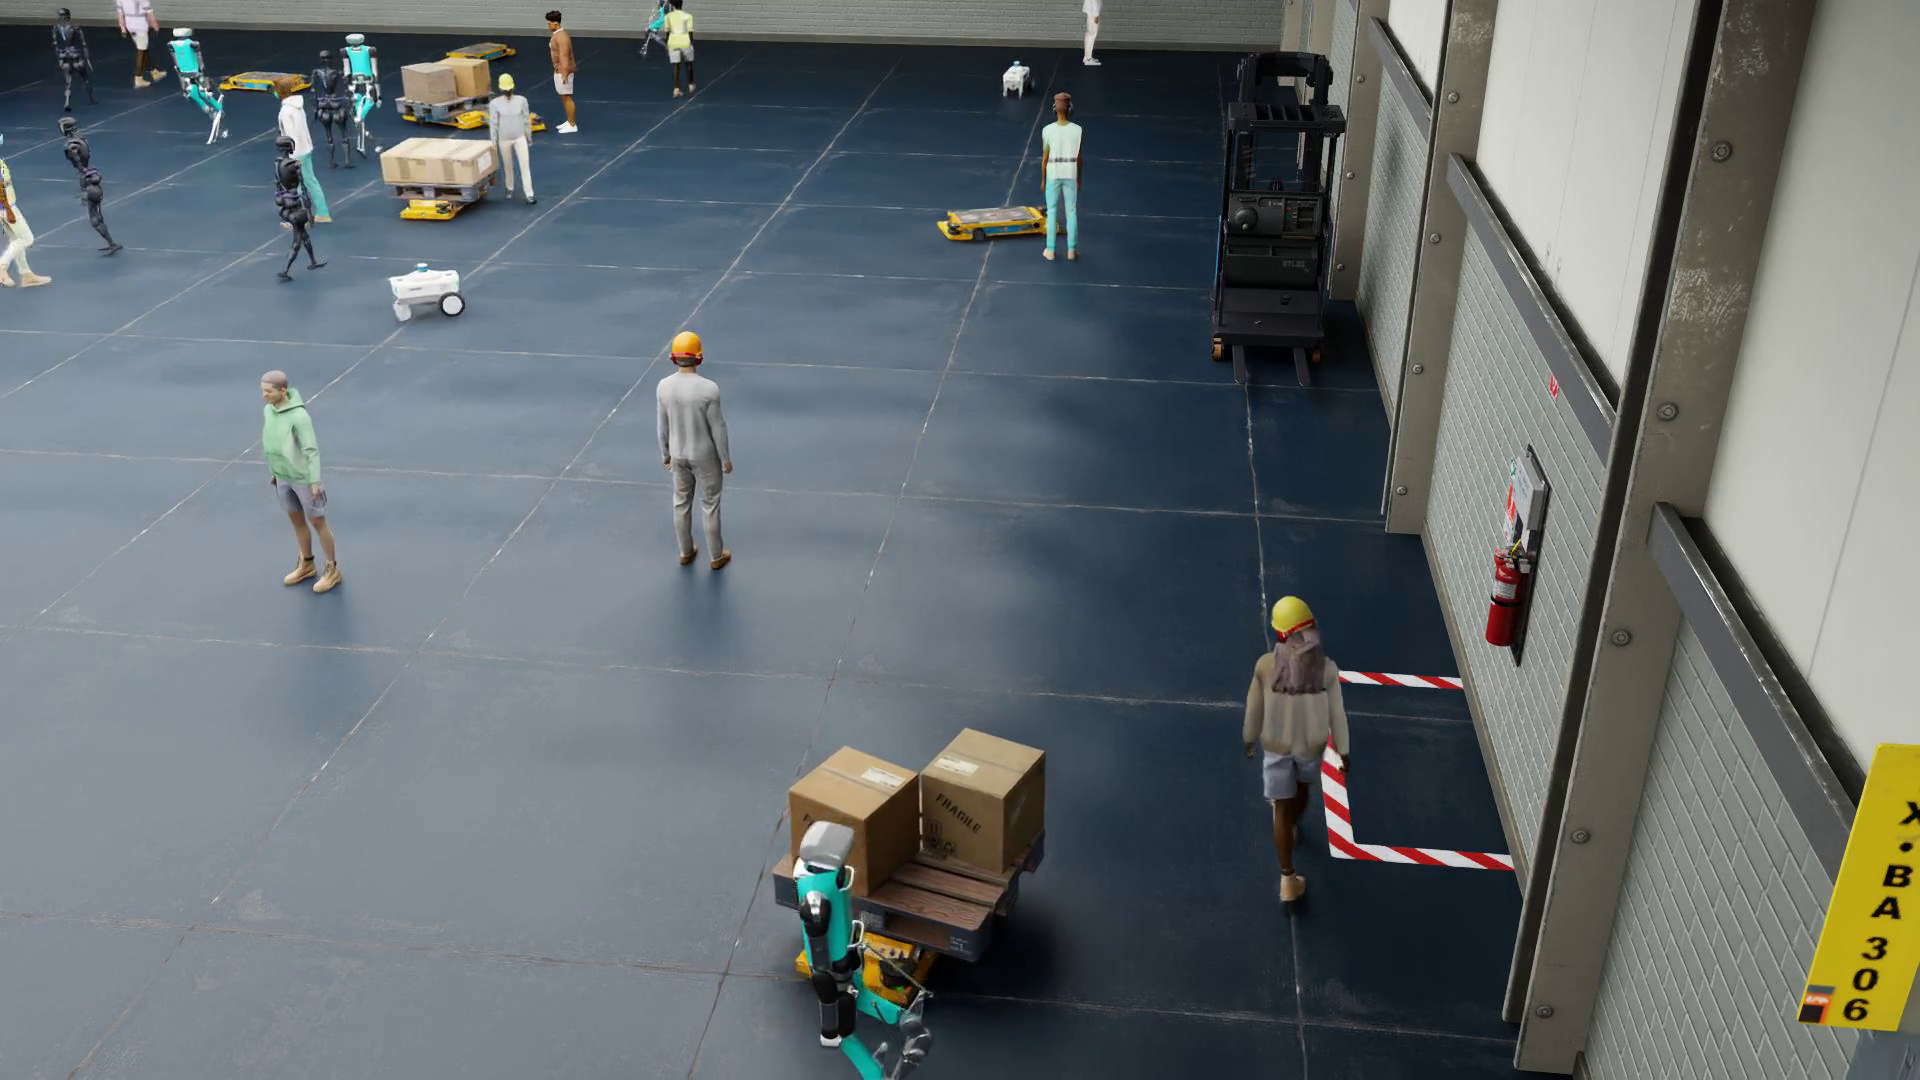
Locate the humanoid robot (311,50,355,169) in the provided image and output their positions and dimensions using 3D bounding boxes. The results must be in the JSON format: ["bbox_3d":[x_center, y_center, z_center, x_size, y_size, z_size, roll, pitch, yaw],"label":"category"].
[{"bbox_3d":[-9.030,-6.158,23.876,0.609,1.659,0.448,2,27,3],"label":"humanoid robot"}]

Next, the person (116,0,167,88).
[{"bbox_3d":[-14.327,-9.008,29.193,0.607,1.992,0.966,9,28,18],"label":"person"}]

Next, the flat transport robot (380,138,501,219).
[{"bbox_3d":[-6.900,-4.571,22.264,0.659,0.231,1.431,3,27,6],"label":"flat transport robot"}]

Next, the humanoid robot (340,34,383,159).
[{"bbox_3d":[-8.870,-6.476,24.467,0.539,1.754,1.013,1,27,1],"label":"humanoid robot"}]

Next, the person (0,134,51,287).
[{"bbox_3d":[-10.830,-3.756,18.837,0.509,1.882,0.549,-17,31,-30],"label":"person"}]

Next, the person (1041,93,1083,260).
[{"bbox_3d":[1.213,-4.334,19.886,0.484,1.977,0.395,-1,27,-2],"label":"person"}]

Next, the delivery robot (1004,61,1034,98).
[{"bbox_3d":[0.982,-7.949,28.683,0.499,0.590,0.793,6,27,12],"label":"delivery robot"}]

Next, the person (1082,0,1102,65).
[{"bbox_3d":[2.463,-9.792,30.903,0.379,1.870,0.498,-1,27,-2],"label":"person"}]

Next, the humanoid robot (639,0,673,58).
[{"bbox_3d":[-5.813,-10.008,31.510,0.984,1.762,0.573,-14,30,-26],"label":"humanoid robot"}]

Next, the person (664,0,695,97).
[{"bbox_3d":[-4.787,-8.480,28.506,0.550,1.651,0.852,3,27,6],"label":"person"}]

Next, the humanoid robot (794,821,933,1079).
[{"bbox_3d":[-0.382,2.070,7.453,0.708,1.856,0.549,2,27,3],"label":"humanoid robot"}]

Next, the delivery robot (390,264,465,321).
[{"bbox_3d":[-5.860,-2.750,18.282,0.756,0.571,0.499,-11,29,-21],"label":"delivery robot"}]

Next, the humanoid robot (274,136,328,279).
[{"bbox_3d":[-7.797,-3.877,19.359,0.615,1.638,0.753,18,32,32],"label":"humanoid robot"}]

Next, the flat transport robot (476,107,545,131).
[{"bbox_3d":[-7.238,-6.732,26.577,0.659,0.231,1.431,-18,32,-32],"label":"flat transport robot"}]

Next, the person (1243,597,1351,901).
[{"bbox_3d":[1.881,1.137,9.277,0.608,1.703,0.910,2,27,5],"label":"person"}]

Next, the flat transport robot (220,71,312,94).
[{"bbox_3d":[-12.154,-8.014,29.138,1.431,0.231,0.659,8,28,15],"label":"flat transport robot"}]

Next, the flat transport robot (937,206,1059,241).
[{"bbox_3d":[0.480,-4.034,21.191,1.431,0.231,0.659,-6,27,-13],"label":"flat transport robot"}]

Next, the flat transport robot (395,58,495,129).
[{"bbox_3d":[-8.228,-6.857,26.828,1.431,0.231,0.659,15,30,27],"label":"flat transport robot"}]

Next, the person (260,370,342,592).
[{"bbox_3d":[-4.930,-0.450,12.391,0.482,1.741,0.317,13,29,24],"label":"person"}]

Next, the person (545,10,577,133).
[{"bbox_3d":[-6.204,-7.337,26.032,0.413,1.842,0.794,-10,28,-20],"label":"person"}]

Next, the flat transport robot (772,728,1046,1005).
[{"bbox_3d":[-0.281,1.971,9.204,0.659,0.231,1.431,11,29,21],"label":"flat transport robot"}]

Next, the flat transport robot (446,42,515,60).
[{"bbox_3d":[-9.102,-9.189,31.483,0.659,0.231,1.431,9,28,17],"label":"flat transport robot"}]

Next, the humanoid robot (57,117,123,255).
[{"bbox_3d":[-10.543,-4.292,20.129,0.394,1.635,0.590,-13,29,-24],"label":"humanoid robot"}]

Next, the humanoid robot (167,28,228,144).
[{"bbox_3d":[-11.484,-6.896,25.360,0.548,1.863,0.846,7,27,14],"label":"humanoid robot"}]

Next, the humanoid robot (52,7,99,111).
[{"bbox_3d":[-14.701,-7.940,27.501,0.587,1.640,0.825,1,27,1],"label":"humanoid robot"}]

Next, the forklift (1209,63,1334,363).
[{"bbox_3d":[3.241,-3.477,17.183,1.129,2.768,1.873,3,27,6],"label":"forklift"}]

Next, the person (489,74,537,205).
[{"bbox_3d":[-5.989,-5.356,22.213,0.555,1.718,0.849,-10,28,-19],"label":"person"}]

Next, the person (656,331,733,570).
[{"bbox_3d":[-2.019,-0.672,12.677,0.569,1.889,0.389,7,27,13],"label":"person"}]

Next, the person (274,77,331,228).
[{"bbox_3d":[-8.491,-4.926,21.186,0.613,1.895,0.498,2,27,4],"label":"person"}]
